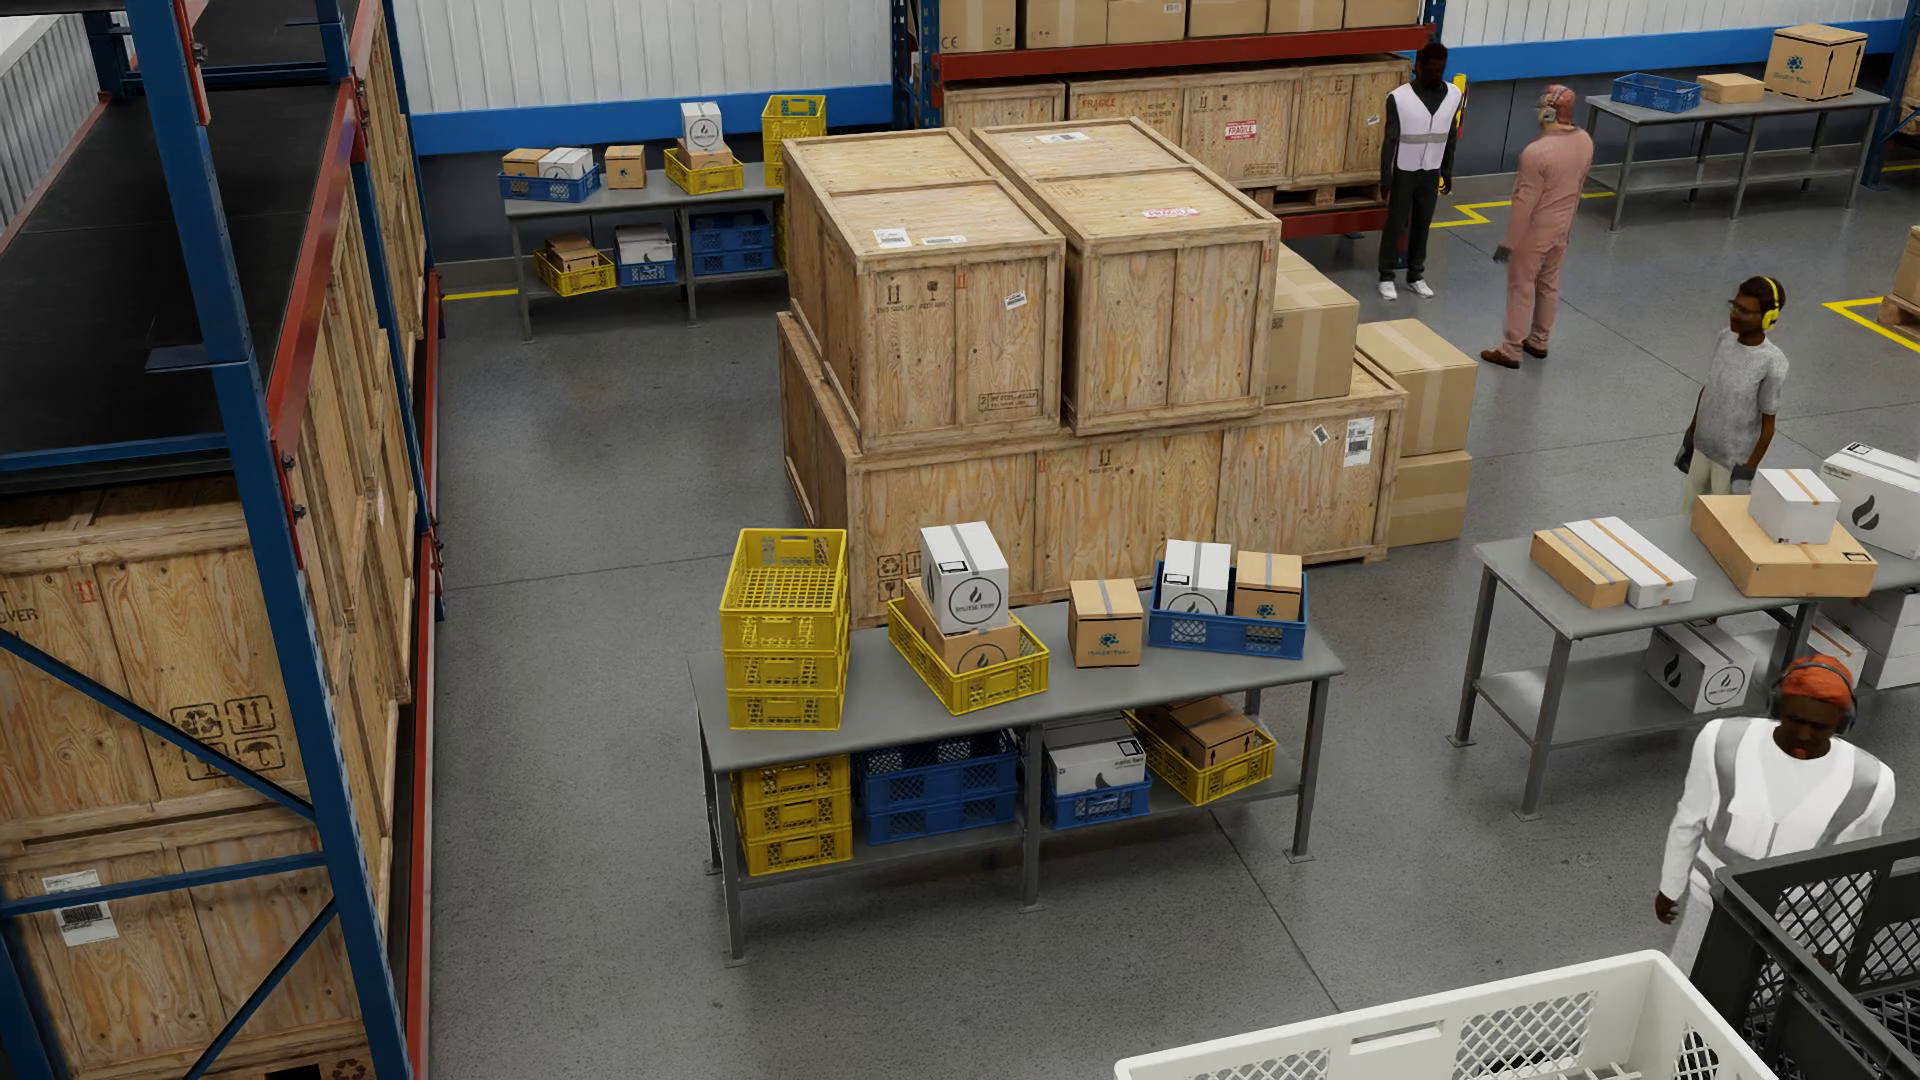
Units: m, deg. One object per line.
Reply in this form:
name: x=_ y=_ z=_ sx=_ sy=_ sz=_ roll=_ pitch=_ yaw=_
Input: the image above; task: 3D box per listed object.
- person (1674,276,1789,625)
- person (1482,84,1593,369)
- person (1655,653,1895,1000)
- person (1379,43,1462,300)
person: x=3.724 y=-0.408 z=8.179 sx=0.328 sy=1.876 sz=0.513 roll=-8 pitch=30 yaw=-14
person: x=3.885 y=-2.102 z=11.233 sx=0.692 sy=1.899 sz=0.395 roll=-21 pitch=35 yaw=-33
person: x=2.540 y=1.162 z=5.331 sx=0.579 sy=1.877 sz=0.348 roll=16 pitch=33 yaw=27
person: x=3.388 y=-2.741 z=12.385 sx=0.597 sy=1.908 sz=0.409 roll=-8 pitch=30 yaw=-13
